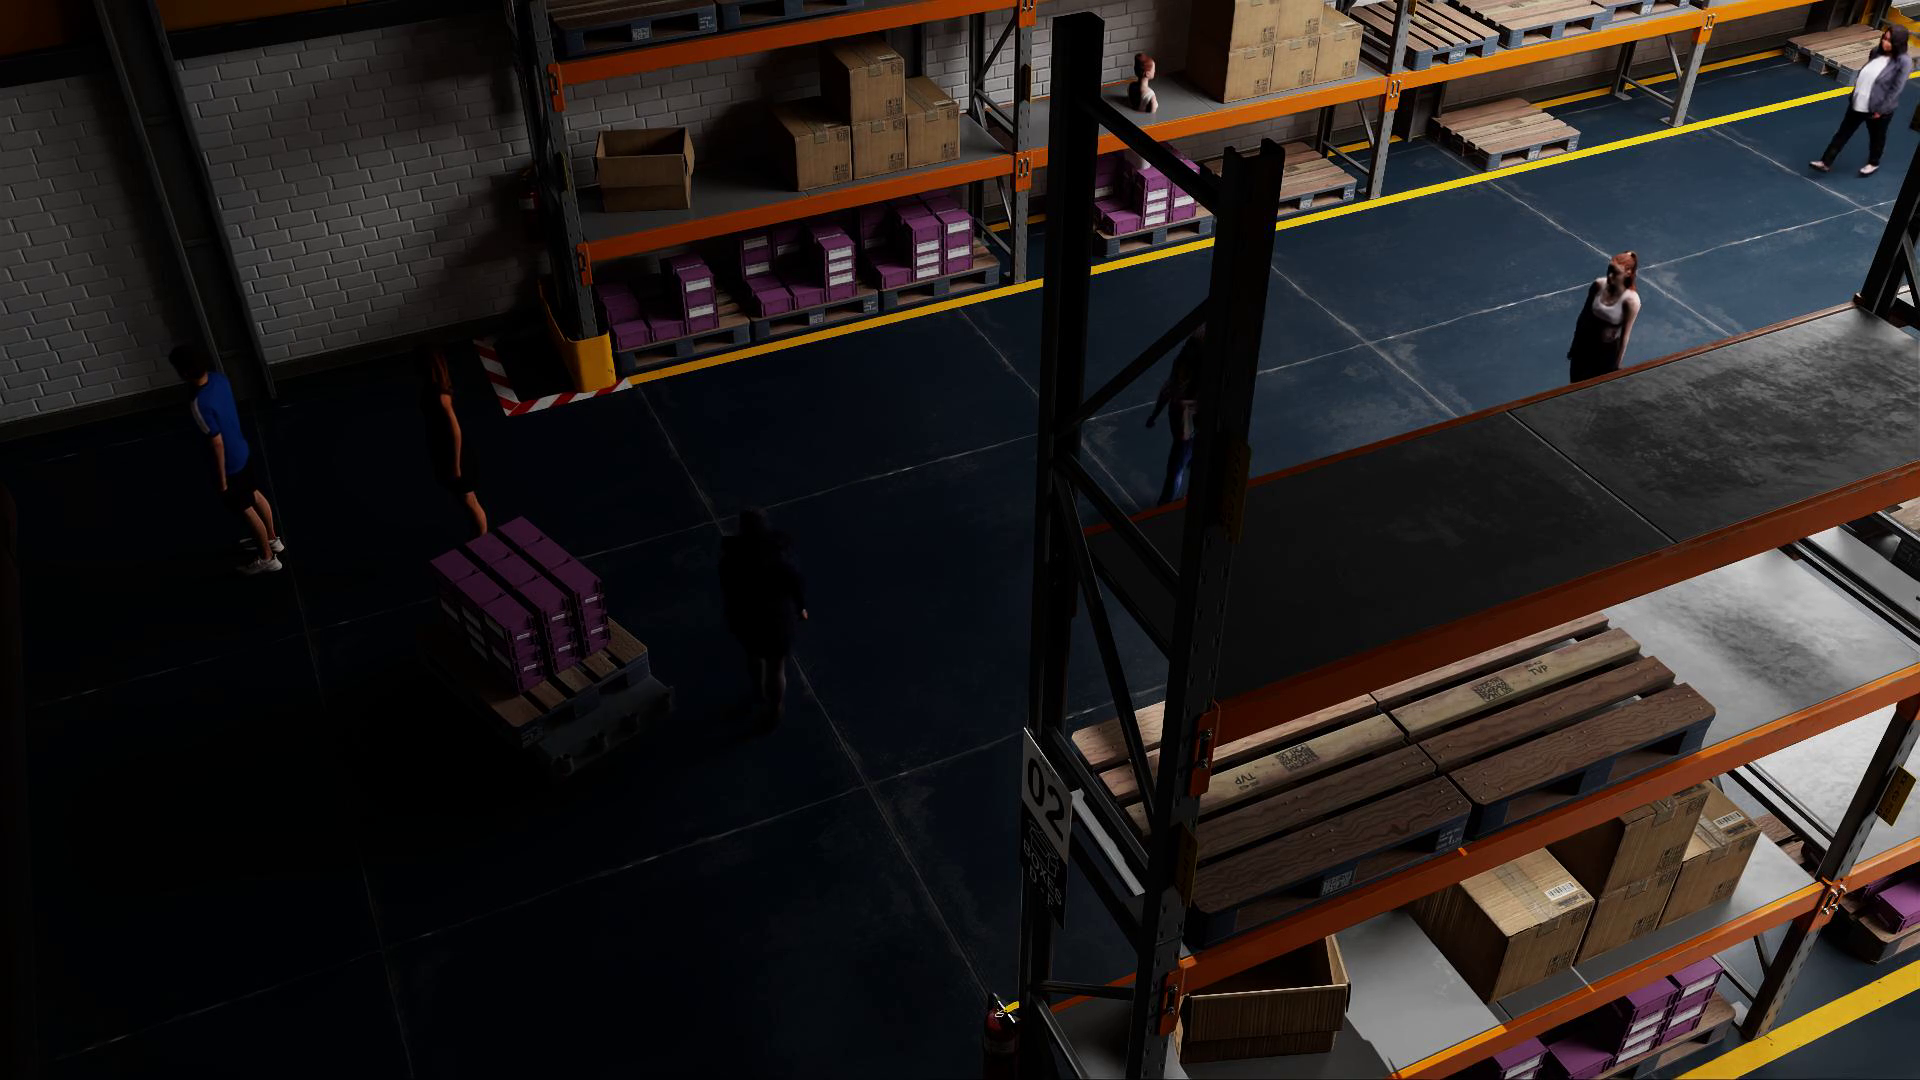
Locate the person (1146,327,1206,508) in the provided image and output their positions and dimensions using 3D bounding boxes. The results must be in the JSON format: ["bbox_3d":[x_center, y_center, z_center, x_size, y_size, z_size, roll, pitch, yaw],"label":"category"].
[{"bbox_3d":[1.727,-0.883,12.286,0.936,1.581,0.599,-18,42,-21],"label":"person"}]

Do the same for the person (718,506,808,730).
[{"bbox_3d":[-1.237,0.541,10.436,0.775,1.665,0.859,6,39,7],"label":"person"}]

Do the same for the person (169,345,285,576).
[{"bbox_3d":[-5.133,-0.578,11.676,0.677,1.867,0.703,-5,39,-6],"label":"person"}]

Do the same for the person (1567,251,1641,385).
[{"bbox_3d":[4.992,-1.464,12.895,0.941,1.728,0.661,-22,44,-25],"label":"person"}]

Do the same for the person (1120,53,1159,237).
[{"bbox_3d":[1.664,-3.726,15.676,0.517,1.793,0.565,-20,43,-23],"label":"person"}]

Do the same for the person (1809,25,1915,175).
[{"bbox_3d":[9.227,-4.375,16.683,1.022,1.551,0.650,-17,42,-20],"label":"person"}]

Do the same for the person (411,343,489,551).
[{"bbox_3d":[-3.575,-0.590,11.716,0.545,1.834,0.595,-20,43,-23],"label":"person"}]
